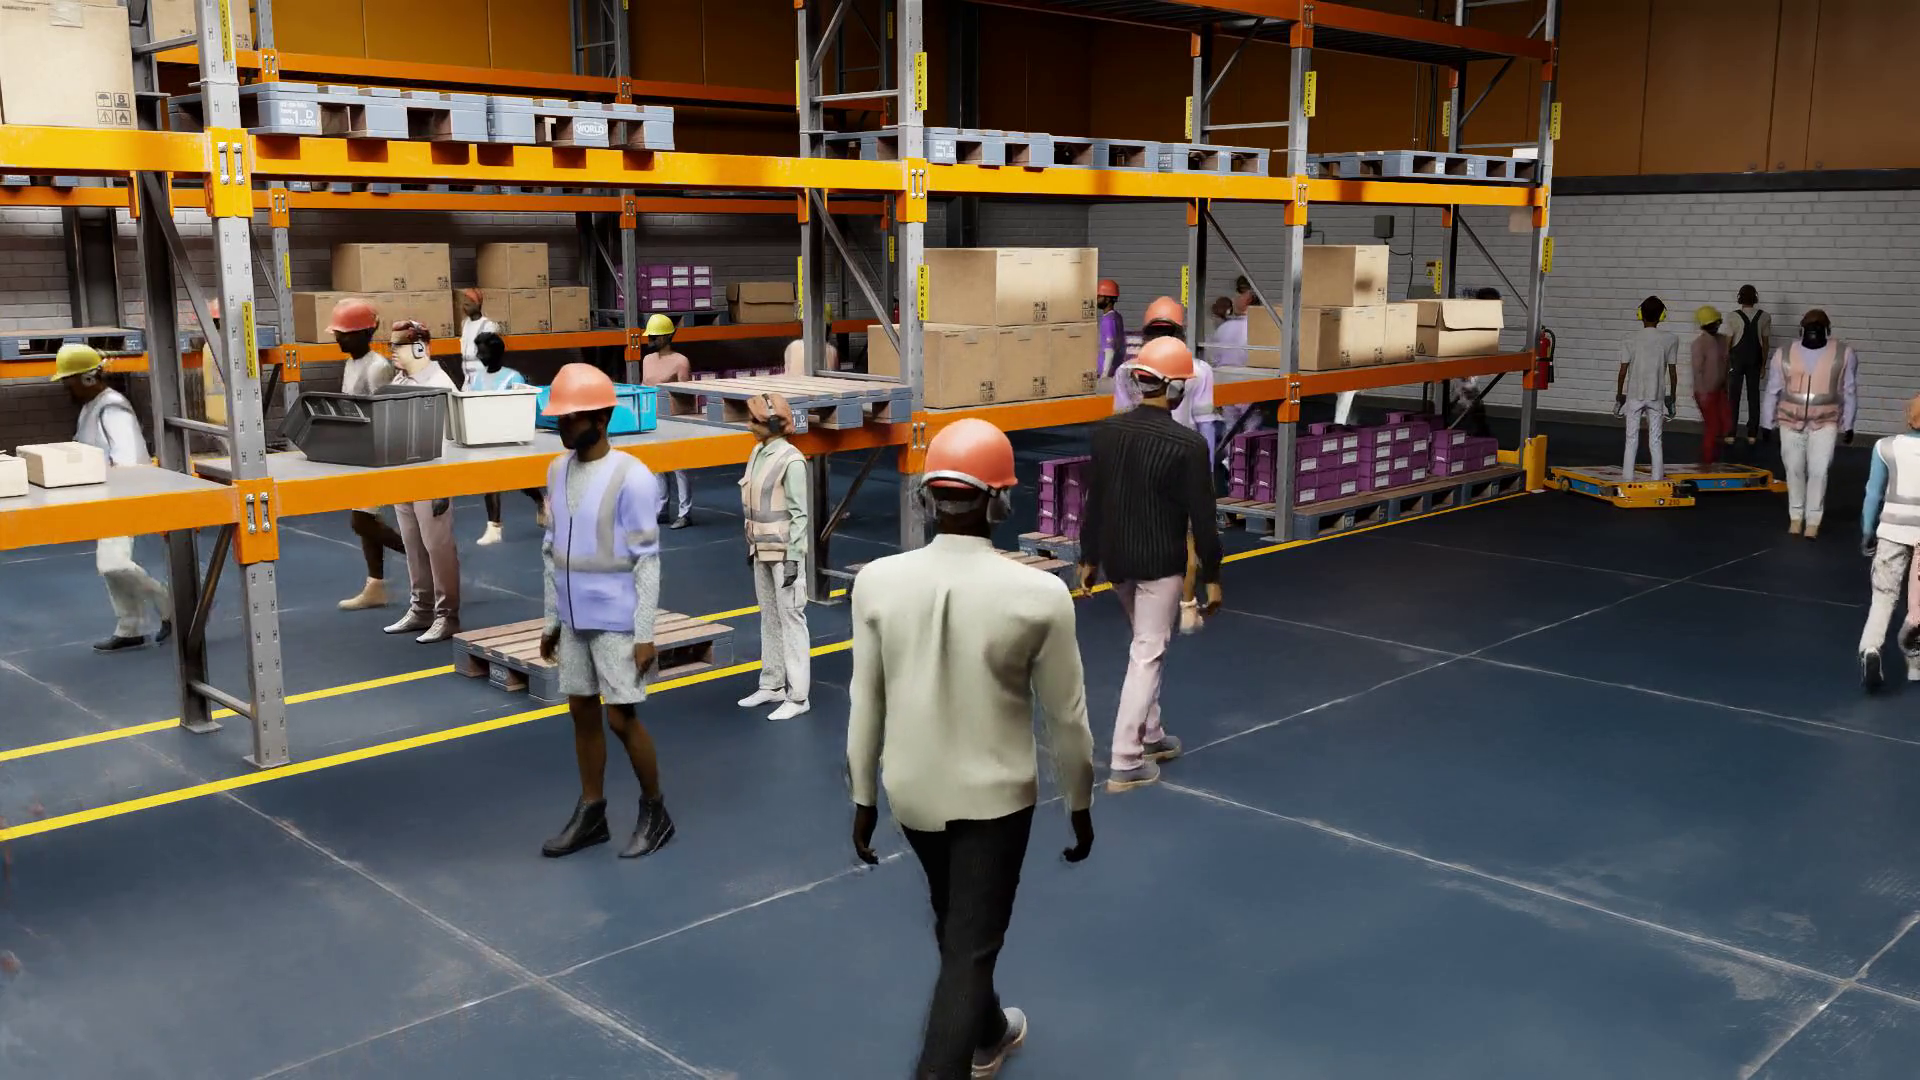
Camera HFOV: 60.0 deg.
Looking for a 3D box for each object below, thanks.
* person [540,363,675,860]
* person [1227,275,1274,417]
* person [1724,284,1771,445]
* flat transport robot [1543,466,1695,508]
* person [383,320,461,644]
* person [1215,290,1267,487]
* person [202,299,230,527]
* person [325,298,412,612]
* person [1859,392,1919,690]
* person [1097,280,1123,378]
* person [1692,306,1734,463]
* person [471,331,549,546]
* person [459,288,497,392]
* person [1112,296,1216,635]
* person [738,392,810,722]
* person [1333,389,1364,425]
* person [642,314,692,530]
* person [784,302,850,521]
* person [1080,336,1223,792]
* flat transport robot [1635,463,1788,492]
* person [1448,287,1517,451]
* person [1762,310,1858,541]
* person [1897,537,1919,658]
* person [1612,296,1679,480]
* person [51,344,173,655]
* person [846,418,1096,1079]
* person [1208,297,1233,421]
[{"bbox_3d":[-1.395,0.287,6.383,0.555,1.939,0.395,8,13,35],"label":"person"},{"bbox_3d":[3.787,-2.613,22.294,0.926,1.889,0.646,9,13,39],"label":"person"},{"bbox_3d":[9.034,-2.013,19.169,0.505,1.842,0.349,1,10,8],"label":"person"},{"bbox_3d":[6.004,-0.503,15.214,0.652,0.197,1.431,-2,11,-10],"label":"flat transport robot"},{"bbox_3d":[-3.228,-0.347,9.904,0.641,1.908,0.407,10,14,43],"label":"person"},{"bbox_3d":[2.638,-1.406,15.734,0.542,1.893,0.658,-9,13,-39],"label":"person"},{"bbox_3d":[-5.917,-0.985,13.353,0.532,1.923,0.548,-8,13,-38],"label":"person"},{"bbox_3d":[-3.718,-0.532,10.612,0.567,2.018,0.637,-6,12,-31],"label":"person"},{"bbox_3d":[5.022,0.004,8.786,0.522,1.615,0.704,9,14,40],"label":"person"},{"bbox_3d":[1.579,-1.799,17.781,0.453,1.940,0.551,2,11,9],"label":"person"},{"bbox_3d":[7.463,-1.453,16.460,0.572,1.721,0.372,-7,13,-34],"label":"person"},{"bbox_3d":[-3.566,-0.815,13.095,0.532,1.675,0.679,5,12,26],"label":"person"},{"bbox_3d":[-4.913,-1.615,16.912,0.417,1.870,0.613,-10,15,-44],"label":"person"},{"bbox_3d":[1.234,-0.444,10.071,0.635,2.041,0.386,3,11,17],"label":"person"},{"bbox_3d":[-0.920,0.078,8.315,0.311,1.639,0.513,-7,12,-32],"label":"person"},{"bbox_3d":[4.180,-1.737,18.107,0.854,1.680,0.562,-5,12,-26],"label":"person"},{"bbox_3d":[-2.425,-0.967,13.670,0.533,1.765,0.320,7,12,33],"label":"person"},{"bbox_3d":[-1.257,-1.030,13.707,0.585,1.888,0.953,10,14,42],"label":"person"},{"bbox_3d":[0.904,0.096,7.300,0.765,1.965,0.664,-10,14,-42],"label":"person"},{"bbox_3d":[6.983,-0.581,15.639,1.431,0.197,0.652,-2,11,-9],"label":"flat transport robot"},{"bbox_3d":[5.377,-1.717,17.496,1.136,1.857,0.617,3,11,17],"label":"person"},{"bbox_3d":[6.692,-0.901,13.168,0.660,1.812,0.846,7,13,34],"label":"person"},{"bbox_3d":[4.054,0.308,6.441,0.920,1.870,0.640,-8,13,-38],"label":"person"},{"bbox_3d":[6.139,-1.245,14.903,0.534,1.868,0.310,3,11,16],"label":"person"},{"bbox_3d":[-4.856,-0.230,9.565,0.534,1.800,0.623,-7,13,-34],"label":"person"},{"bbox_3d":[0.025,0.654,4.363,0.642,1.944,1.039,4,11,21],"label":"person"},{"bbox_3d":[3.399,-2.340,21.552,0.348,1.614,0.516,10,14,44],"label":"person"}]
